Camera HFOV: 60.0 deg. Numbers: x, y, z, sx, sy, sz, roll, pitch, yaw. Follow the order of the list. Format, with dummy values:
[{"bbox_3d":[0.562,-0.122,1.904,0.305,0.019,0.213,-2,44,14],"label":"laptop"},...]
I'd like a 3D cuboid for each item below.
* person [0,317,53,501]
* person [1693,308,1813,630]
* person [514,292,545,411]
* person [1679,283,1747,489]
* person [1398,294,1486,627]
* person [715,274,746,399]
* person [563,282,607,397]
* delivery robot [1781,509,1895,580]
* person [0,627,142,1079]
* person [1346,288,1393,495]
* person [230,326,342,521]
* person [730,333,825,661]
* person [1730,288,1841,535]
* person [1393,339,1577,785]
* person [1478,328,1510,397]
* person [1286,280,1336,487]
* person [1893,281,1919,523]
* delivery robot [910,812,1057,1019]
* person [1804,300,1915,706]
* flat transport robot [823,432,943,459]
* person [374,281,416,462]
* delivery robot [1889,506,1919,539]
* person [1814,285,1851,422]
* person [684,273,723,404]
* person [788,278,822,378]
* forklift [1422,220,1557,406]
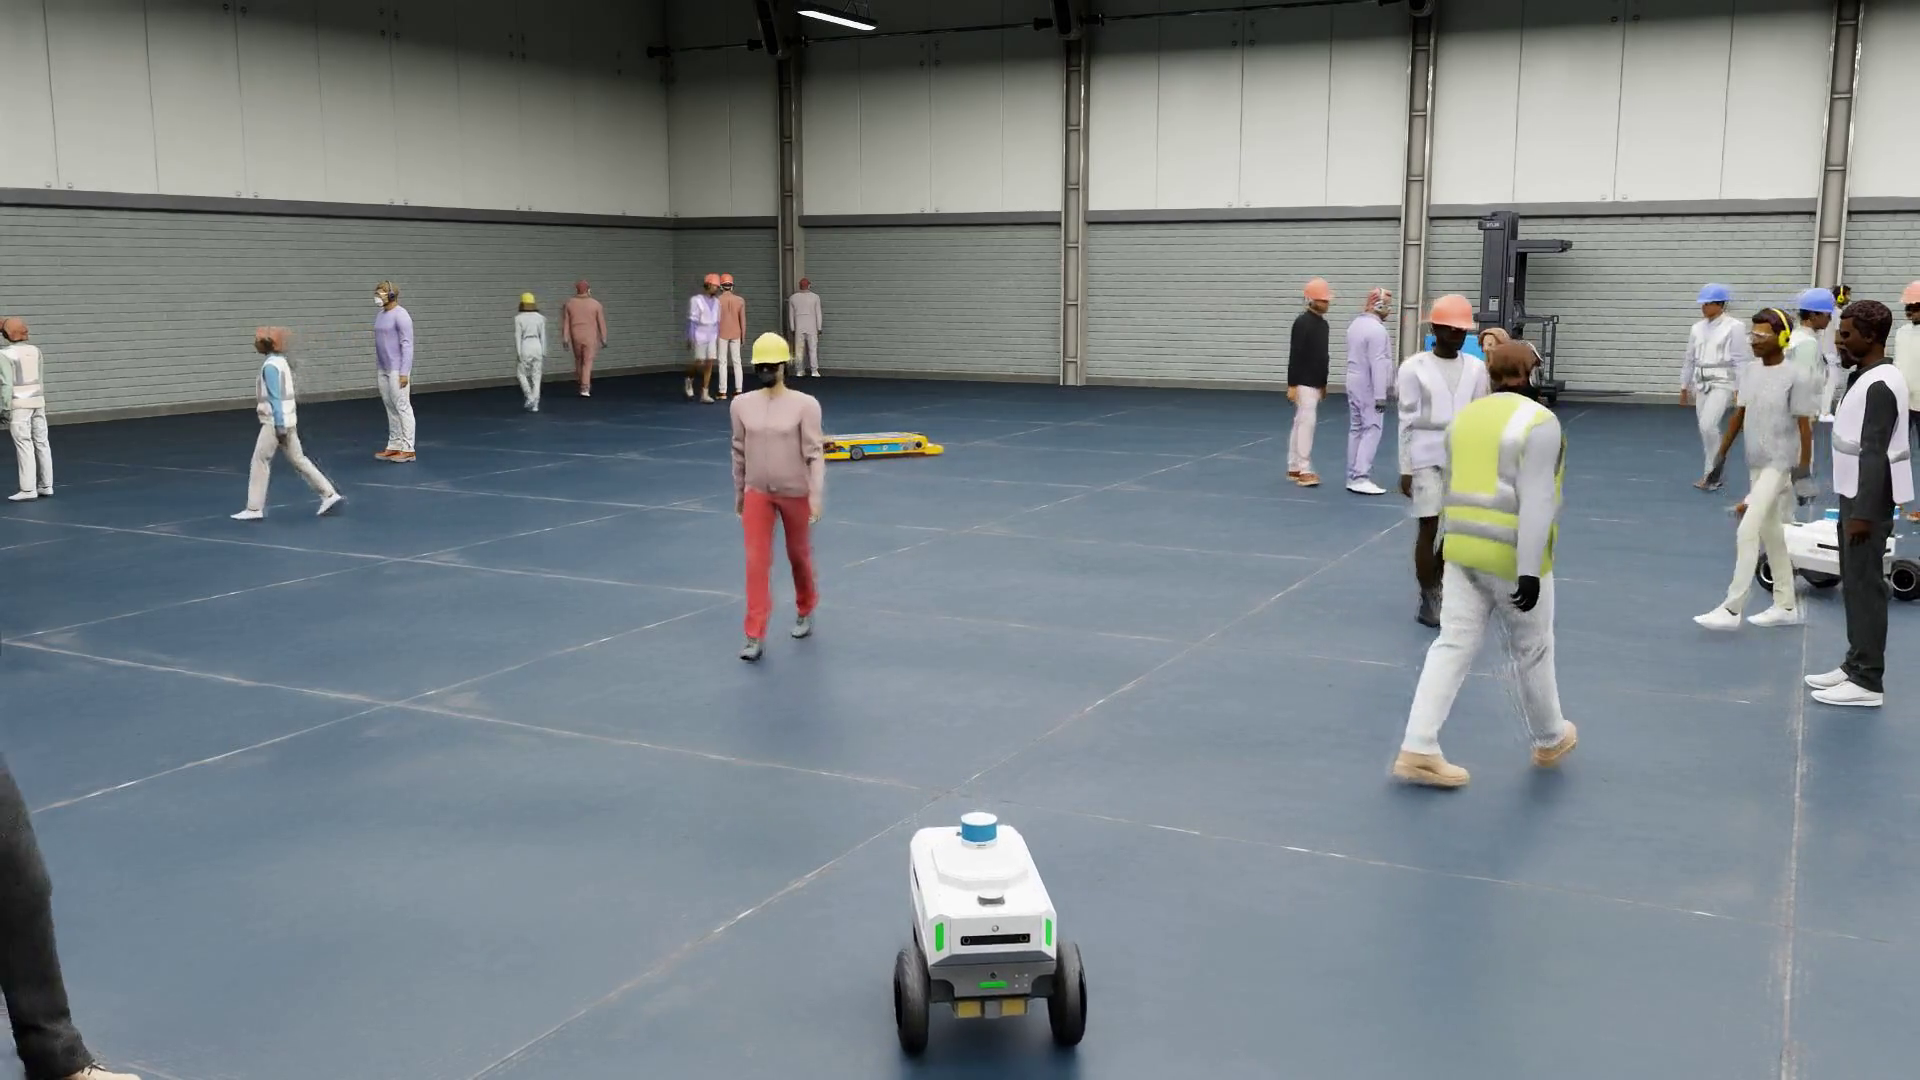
[{"bbox_3d":[-8.385,-1.172,14.893,0.314,1.636,0.515,2,9,9],"label":"person"},{"bbox_3d":[4.509,-0.396,9.514,0.874,1.834,0.541,-1,9,-8],"label":"person"},{"bbox_3d":[-6.297,-2.751,24.329,0.493,1.727,0.383,-7,11,-36],"label":"person"},{"bbox_3d":[6.999,-1.428,15.561,0.590,1.925,0.653,-3,10,-20],"label":"person"},{"bbox_3d":[2.781,-0.463,9.664,0.545,1.923,0.485,-2,9,-10],"label":"person"},{"bbox_3d":[-3.738,-3.268,26.712,0.625,1.992,0.388,-5,11,-30],"label":"person"},{"bbox_3d":[-6.103,-3.279,27.178,0.672,1.855,0.994,1,9,3],"label":"person"},{"bbox_3d":[5.526,0.047,10.542,0.477,0.478,0.707,-4,10,-23],"label":"delivery robot"},{"bbox_3d":[-2.509,0.527,3.908,0.906,1.815,0.518,0,9,-3],"label":"person"},{"bbox_3d":[3.789,-1.376,15.381,0.399,1.888,0.654,-1,9,-6],"label":"person"},{"bbox_3d":[-5.601,-0.975,13.793,0.833,1.605,0.531,-2,9,-12],"label":"person"},{"bbox_3d":[-0.983,-0.268,9.050,0.536,1.722,0.898,1,9,9],"label":"person"},{"bbox_3d":[6.237,-0.932,12.516,0.593,1.924,0.649,2,9,14],"label":"person"},{"bbox_3d":[2.183,0.088,6.708,0.947,1.771,0.681,-4,10,-26],"label":"person"},{"bbox_3d":[3.871,-0.726,12.130,0.523,1.638,0.311,7,11,36],"label":"person"},{"bbox_3d":[3.384,-1.515,16.061,0.515,1.970,0.717,7,11,36],"label":"person"},{"bbox_3d":[7.644,-1.106,13.473,0.940,1.953,0.647,-2,9,-11],"label":"person"},{"bbox_3d":[0.053,1.004,4.636,0.477,0.478,0.707,-1,9,-6],"label":"delivery robot"},{"bbox_3d":[4.325,-0.180,7.936,0.377,1.914,0.589,3,10,20],"label":"person"},{"bbox_3d":[-0.973,-1.061,18.536,1.431,0.197,0.652,-4,10,-26],"label":"flat transport robot"},{"bbox_3d":[-6.115,-1.817,17.937,0.635,1.939,0.362,9,13,44],"label":"person"},{"bbox_3d":[5.970,-0.107,10.690,0.335,0.223,0.698,-6,11,-35],"label":"delivery robot"},{"bbox_3d":[11.883,-2.532,22.626,0.425,1.856,0.521,3,10,19],"label":"person"},{"bbox_3d":[-3.994,-3.138,25.886,0.661,2.001,0.609,-9,13,-44],"label":"person"},{"bbox_3d":[-2.961,-4.077,31.973,0.642,1.909,0.410,1,9,5],"label":"person"},{"bbox_3d":[8.245,-3.527,25.720,1.873,2.768,1.129,5,10,27],"label":"forklift"}]
